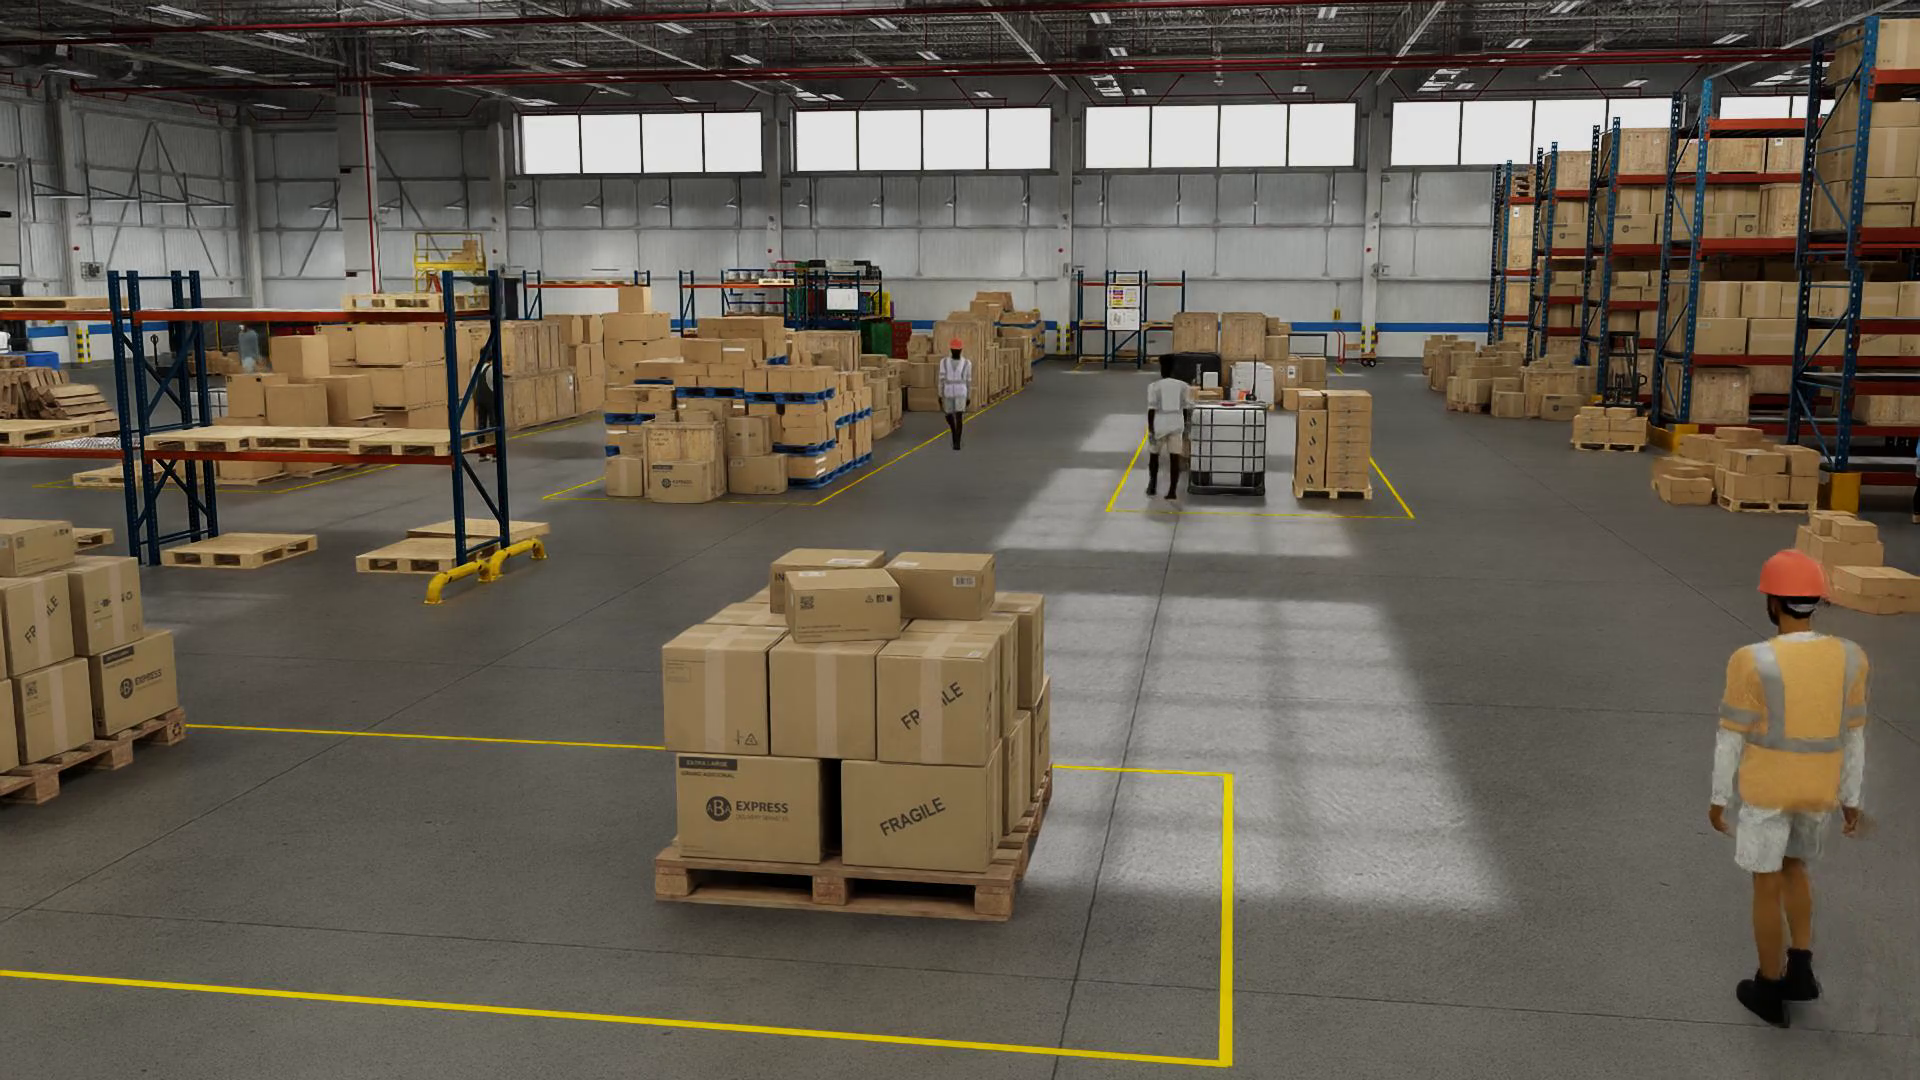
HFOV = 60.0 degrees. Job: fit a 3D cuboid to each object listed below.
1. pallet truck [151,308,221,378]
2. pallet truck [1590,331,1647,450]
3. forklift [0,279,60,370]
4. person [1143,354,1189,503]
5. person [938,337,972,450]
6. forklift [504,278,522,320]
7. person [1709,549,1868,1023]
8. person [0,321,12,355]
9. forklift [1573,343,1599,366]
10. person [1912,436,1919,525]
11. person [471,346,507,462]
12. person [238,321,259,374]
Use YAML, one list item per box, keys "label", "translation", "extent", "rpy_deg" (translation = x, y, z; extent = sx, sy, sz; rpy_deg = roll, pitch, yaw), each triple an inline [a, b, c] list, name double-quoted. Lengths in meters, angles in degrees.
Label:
- label: "pallet truck"
  translation: [-21.869, -5.598, 47.154]
  extent: [0.823, 1.965, 1.885]
  rpy_deg: [4, 10, 26]
- label: "pallet truck"
  translation: [11.253, -2.573, 28.499]
  extent: [0.823, 1.965, 1.885]
  rpy_deg: [5, 10, 27]
- label: "forklift"
  translation: [-22.592, -4.798, 39.505]
  extent: [1.873, 2.768, 1.129]
  rpy_deg: [1, 9, 9]
- label: "person"
  translation: [2.704, -1.485, 21.970]
  extent: [0.607, 1.927, 0.875]
  rpy_deg: [-2, 9, -10]
- label: "person"
  translation: [-0.066, -2.502, 28.316]
  extent: [0.562, 1.915, 0.694]
  rpy_deg: [2, 9, 11]
- label: "forklift"
  translation: [-12.022, -5.653, 44.779]
  extent: [1.873, 2.768, 1.129]
  rpy_deg: [-3, 10, -17]
- label: "person"
  translation: [3.321, 0.995, 6.723]
  extent: [0.578, 1.922, 0.404]
  rpy_deg: [-1, 9, -4]
- label: "person"
  translation: [-22.599, -4.239, 39.150]
  extent: [0.352, 1.884, 0.600]
  rpy_deg: [4, 10, 24]
- label: "forklift"
  translation: [14.496, -4.450, 37.362]
  extent: [1.873, 2.768, 1.129]
  rpy_deg: [1, 9, 9]
- label: "person"
  translation: [11.485, -0.986, 19.640]
  extent: [0.318, 1.696, 0.537]
  rpy_deg: [2, 9, 13]
- label: "person"
  translation: [-7.478, -2.151, 26.361]
  extent: [0.519, 1.844, 0.331]
  rpy_deg: [2, 10, 15]
- label: "person"
  translation: [-16.922, -4.344, 39.704]
  extent: [0.637, 1.916, 0.848]
  rpy_deg: [6, 11, 31]
